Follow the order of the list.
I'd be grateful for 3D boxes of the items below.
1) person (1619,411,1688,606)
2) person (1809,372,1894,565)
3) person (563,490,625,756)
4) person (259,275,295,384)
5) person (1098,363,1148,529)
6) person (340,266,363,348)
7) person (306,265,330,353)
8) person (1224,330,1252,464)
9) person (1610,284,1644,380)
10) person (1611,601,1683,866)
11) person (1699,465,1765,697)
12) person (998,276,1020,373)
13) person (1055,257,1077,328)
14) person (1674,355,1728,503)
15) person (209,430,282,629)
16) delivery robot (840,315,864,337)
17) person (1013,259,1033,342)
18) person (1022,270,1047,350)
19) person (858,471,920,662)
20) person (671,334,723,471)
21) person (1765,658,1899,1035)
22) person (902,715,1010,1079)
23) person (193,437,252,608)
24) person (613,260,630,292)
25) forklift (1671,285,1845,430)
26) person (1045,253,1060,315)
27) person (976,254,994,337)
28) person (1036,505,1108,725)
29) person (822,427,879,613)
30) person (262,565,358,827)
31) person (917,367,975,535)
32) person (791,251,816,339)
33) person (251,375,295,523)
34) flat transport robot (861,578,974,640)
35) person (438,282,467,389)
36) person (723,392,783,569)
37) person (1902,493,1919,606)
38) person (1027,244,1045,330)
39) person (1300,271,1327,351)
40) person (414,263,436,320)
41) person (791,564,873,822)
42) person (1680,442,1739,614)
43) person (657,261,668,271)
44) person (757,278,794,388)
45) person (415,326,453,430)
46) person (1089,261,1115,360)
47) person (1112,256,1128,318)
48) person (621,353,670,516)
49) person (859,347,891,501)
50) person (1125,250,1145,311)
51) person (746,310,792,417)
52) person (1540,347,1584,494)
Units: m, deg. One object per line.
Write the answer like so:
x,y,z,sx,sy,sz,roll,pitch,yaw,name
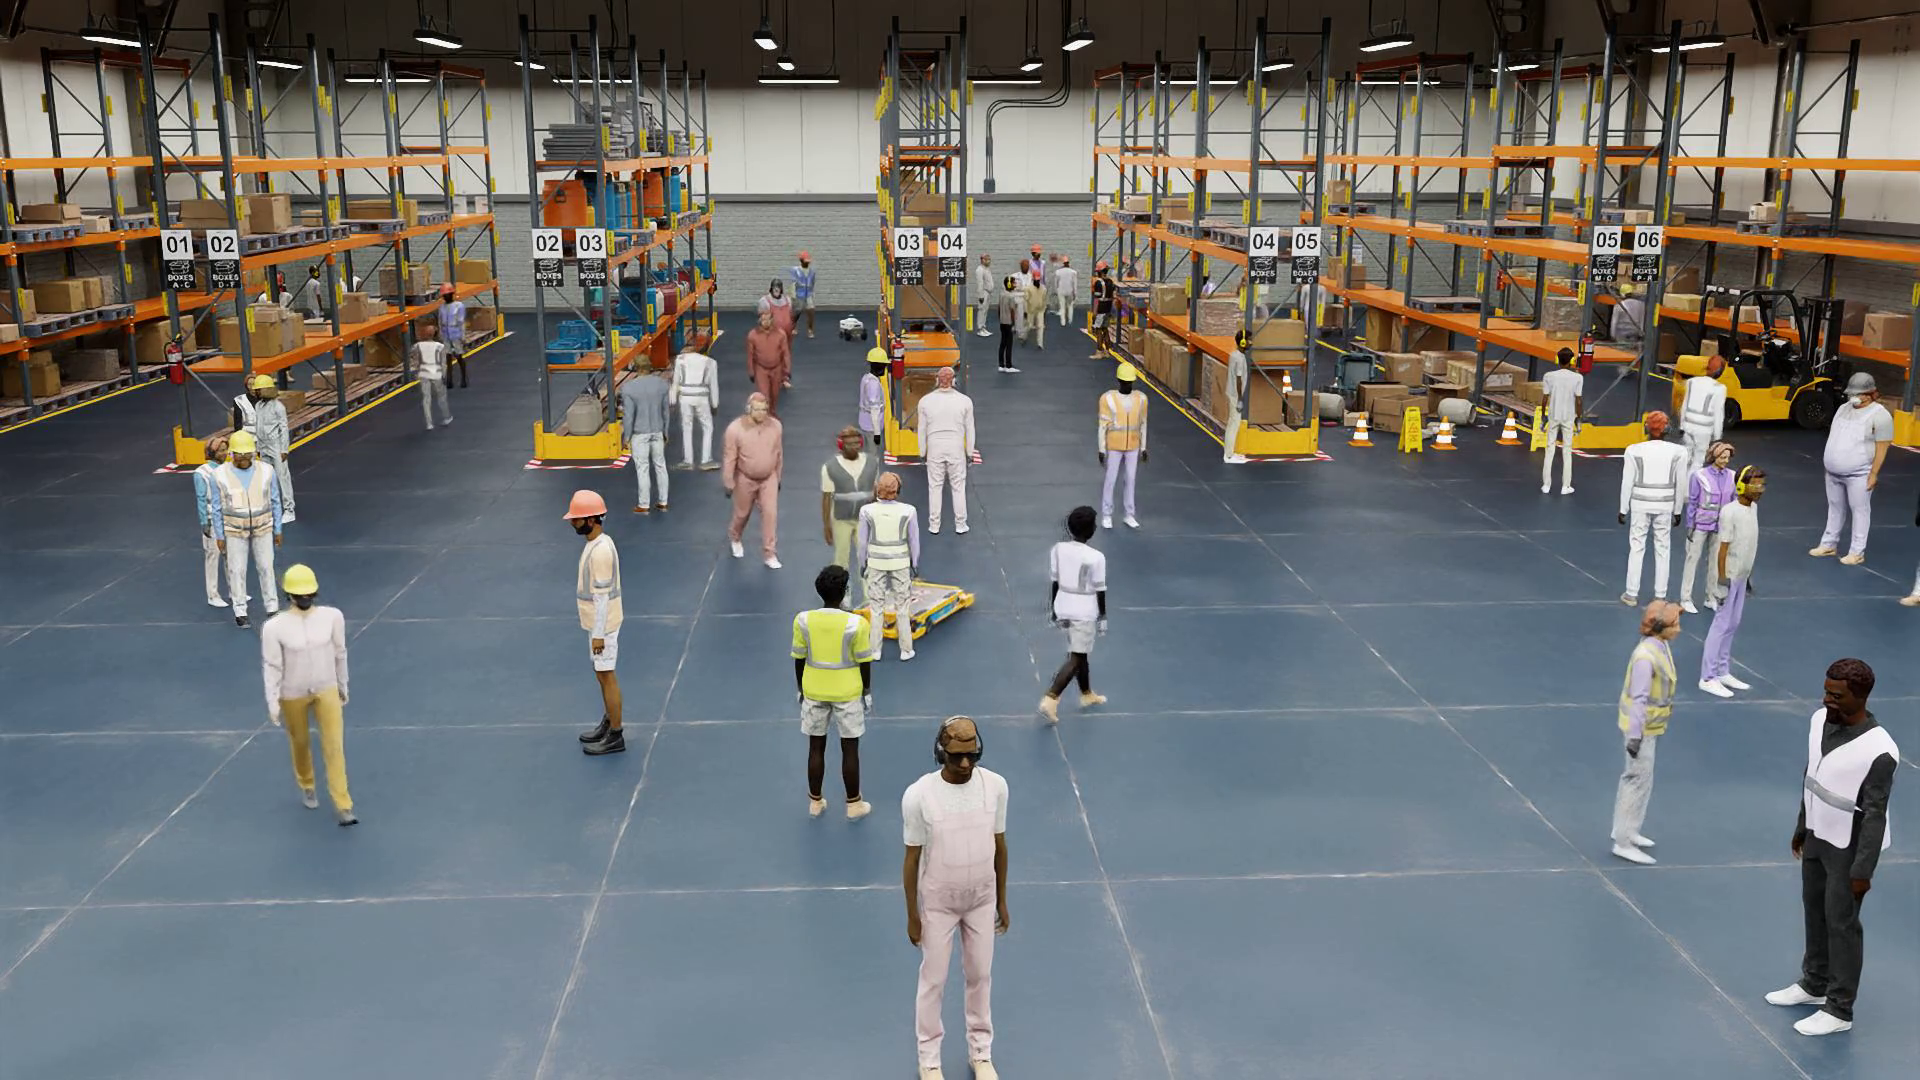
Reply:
6.589,-0.295,15.851,0.572,1.886,0.354,3,14,14,person
9.377,-0.769,17.527,0.538,2.000,0.682,-5,14,-20,person
-2.631,0.590,12.020,0.377,1.930,0.539,-4,14,-16,person
-12.629,-3.915,30.855,0.610,2.040,0.394,-8,16,-31,person
1.880,-1.085,19.114,0.594,1.922,0.387,-3,14,-14,person
-13.313,-5.127,36.395,0.569,1.849,0.385,6,14,23,person
-13.758,-4.928,35.541,0.510,1.861,0.328,11,17,39,person
3.860,-1.986,23.085,0.334,1.861,0.498,0,13,0,person
12.531,-3.914,31.338,0.606,1.808,0.448,-2,13,-7,person
4.217,1.161,10.235,0.325,1.628,0.528,7,15,28,person
6.205,0.313,13.310,0.534,1.868,0.310,-12,18,-40,person
0.934,-4.206,32.466,0.333,1.866,0.515,-8,15,-30,person
2.594,-6.064,40.703,0.547,1.694,0.878,1,13,4,person
9.021,-1.341,20.348,0.524,1.863,0.621,-5,14,-21,person
-6.482,-0.100,15.161,0.593,1.825,0.403,-8,15,-31,person
-2.468,-4.893,37.977,0.477,0.478,0.707,-6,14,-24,delivery robot
1.446,-5.389,37.481,0.584,1.872,0.403,-9,16,-33,person
1.615,-5.030,36.247,0.570,1.731,0.700,-6,14,-23,person
-0.602,0.233,14.140,0.524,1.639,0.308,0,13,2,person
-3.577,-1.858,22.543,0.683,1.858,0.349,-1,13,-3,person
4.342,1.497,8.212,0.397,1.911,0.588,-1,13,-3,person
-0.016,1.669,7.647,0.501,1.838,0.341,-5,14,-20,person
-7.067,-0.180,15.914,0.313,1.632,0.518,6,15,24,person
-7.595,-5.463,37.529,0.389,1.986,0.608,2,13,9,person
12.503,-2.886,26.166,2.313,2.155,1.214,-1,13,-3,forklift
2.437,-6.680,43.465,0.636,1.606,0.522,1,13,3,person
0.584,-5.698,38.697,0.403,1.906,0.652,3,14,13,person
0.859,0.564,12.688,0.813,1.670,0.537,-11,17,-39,person
-0.976,-0.143,15.375,0.584,1.795,0.943,-5,14,-21,person
-4.191,0.998,10.726,0.543,1.712,0.919,-9,16,-32,person
-0.154,-1.008,18.828,0.651,1.906,0.402,0,13,2,person
-3.614,-5.653,38.284,0.619,2.017,0.869,-6,15,-24,person
-8.036,-1.060,19.395,0.492,1.742,0.318,7,15,29,person
-0.446,0.626,15.403,0.652,0.197,1.431,6,15,23,flat transport robot
-9.214,-3.691,30.138,0.548,1.938,0.373,3,14,12,person
-2.190,-0.664,17.491,0.665,1.863,0.868,-6,15,-25,person
9.264,-0.227,15.671,0.429,1.839,0.623,-3,14,-12,person
1.831,-6.088,40.056,0.608,2.044,0.373,-11,17,-38,person
7.657,-4.976,36.060,0.542,1.717,0.928,2,13,7,person
-12.463,-5.604,38.782,0.500,1.673,0.941,6,14,22,person
-0.819,0.992,10.796,0.540,1.697,0.317,3,14,14,person
7.051,-0.116,15.640,0.514,1.634,0.313,-2,13,-9,person
-7.153,-5.907,40.165,0.287,1.633,0.498,-8,15,-30,person
-3.294,-3.749,30.148,0.684,2.000,0.535,-9,16,-32,person
-8.232,-2.548,26.018,0.515,1.597,0.829,0,13,0,person
2.930,-4.738,34.382,0.408,2.028,0.610,10,17,36,person
3.914,-6.113,40.844,0.580,1.721,0.641,-11,17,-39,person
-3.740,-1.258,19.821,0.628,1.936,0.375,-11,17,-39,person
-1.050,-1.423,20.569,0.399,1.918,0.584,-2,13,-9,person
4.530,-6.687,43.277,0.540,1.710,0.861,-2,13,-8,person
-2.975,-2.643,25.867,0.649,1.866,0.983,-4,14,-17,person
7.608,-1.508,21.039,0.508,1.865,0.328,7,15,26,person
